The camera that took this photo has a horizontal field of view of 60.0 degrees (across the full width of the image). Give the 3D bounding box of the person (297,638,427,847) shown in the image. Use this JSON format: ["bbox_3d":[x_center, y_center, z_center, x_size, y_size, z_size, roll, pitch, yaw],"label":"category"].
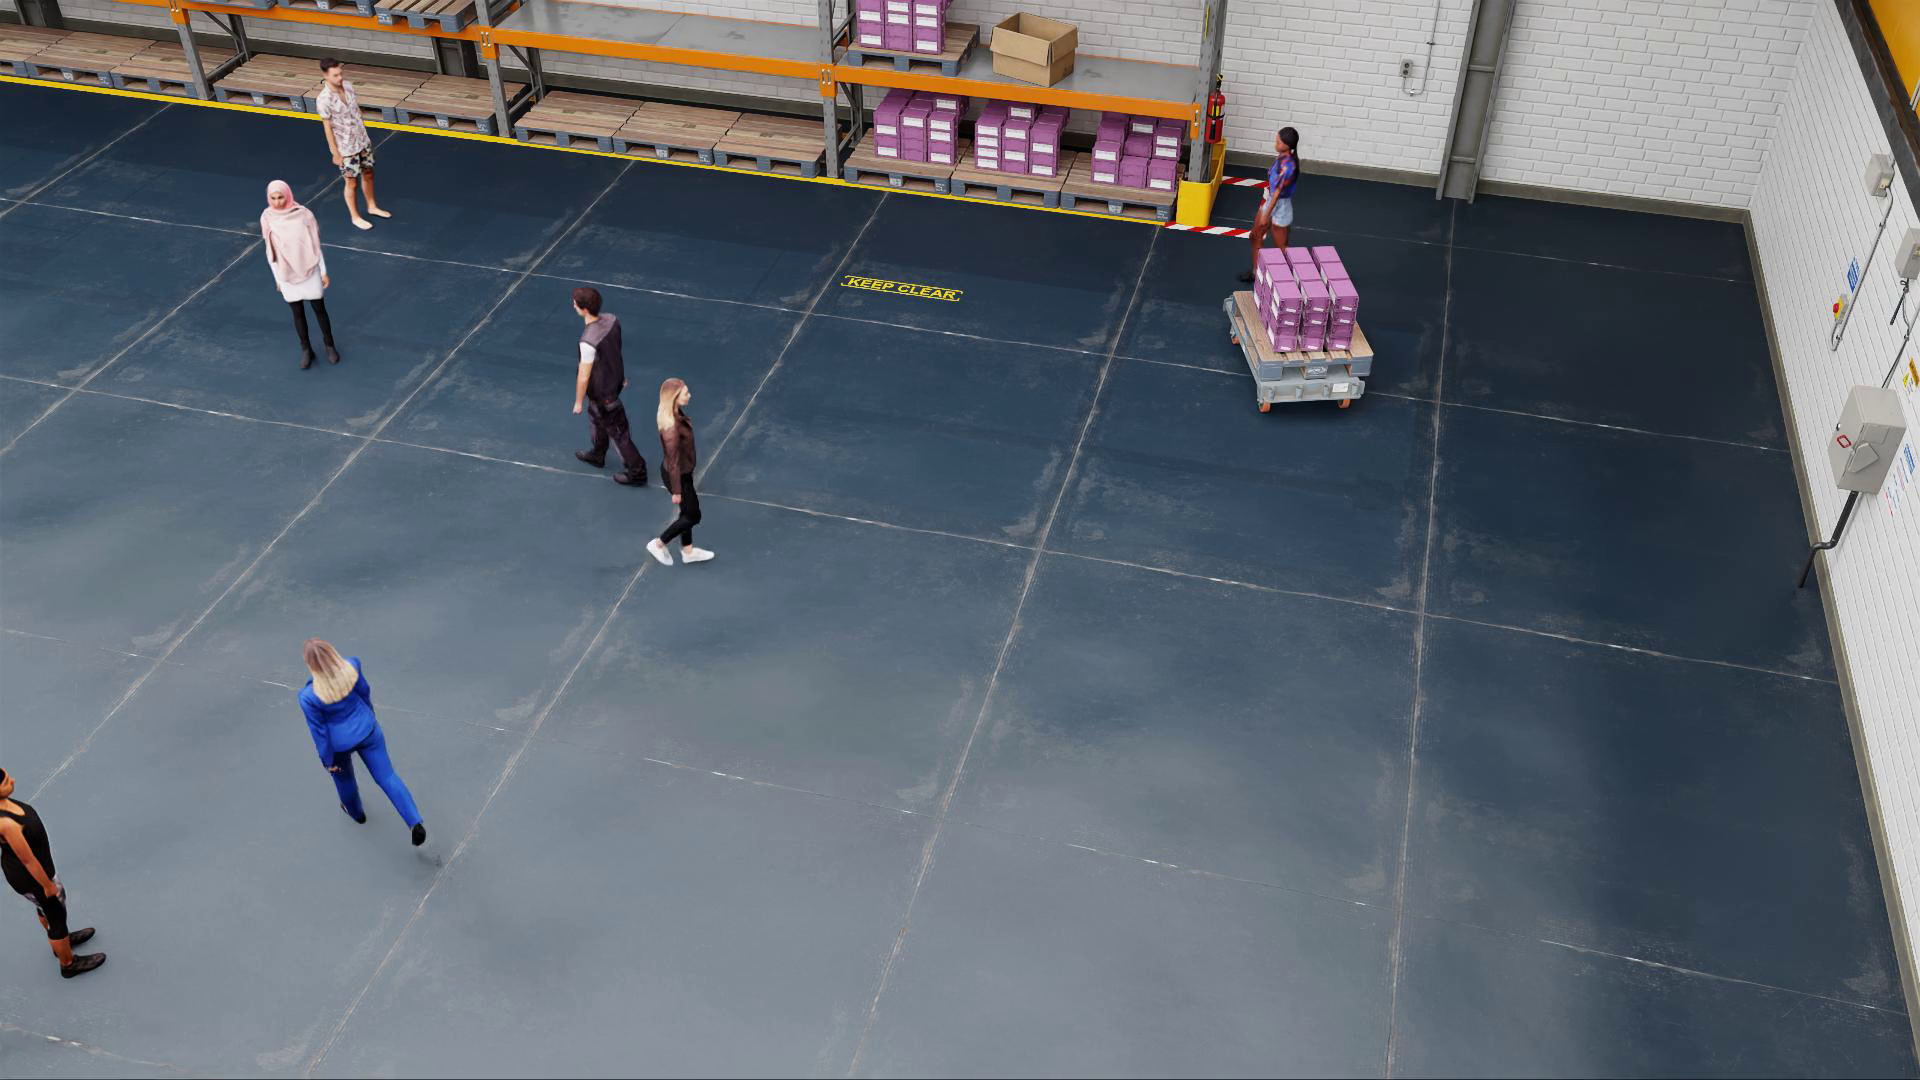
[{"bbox_3d":[-3.774,1.295,10.466,1.169,1.677,0.926,28,46,30],"label":"person"}]

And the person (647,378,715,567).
[{"bbox_3d":[-2.227,-0.492,12.693,0.849,1.690,0.762,-5,39,-6],"label":"person"}]

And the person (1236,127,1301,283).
[{"bbox_3d":[3.155,-3.148,15.986,0.814,1.730,0.711,-1,39,-1],"label":"person"}]

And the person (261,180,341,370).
[{"bbox_3d":[-5.953,-2.404,14.996,0.685,1.803,0.786,-9,39,-11],"label":"person"}]

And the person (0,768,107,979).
[{"bbox_3d":[-5.428,1.913,9.703,0.716,1.662,0.625,-27,46,-30],"label":"person"}]

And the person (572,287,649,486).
[{"bbox_3d":[-2.786,-1.210,13.482,0.933,1.827,0.673,8,39,9],"label":"person"}]

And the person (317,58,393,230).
[{"bbox_3d":[-6.308,-4.109,17.126,0.630,1.809,0.714,16,41,19],"label":"person"}]
